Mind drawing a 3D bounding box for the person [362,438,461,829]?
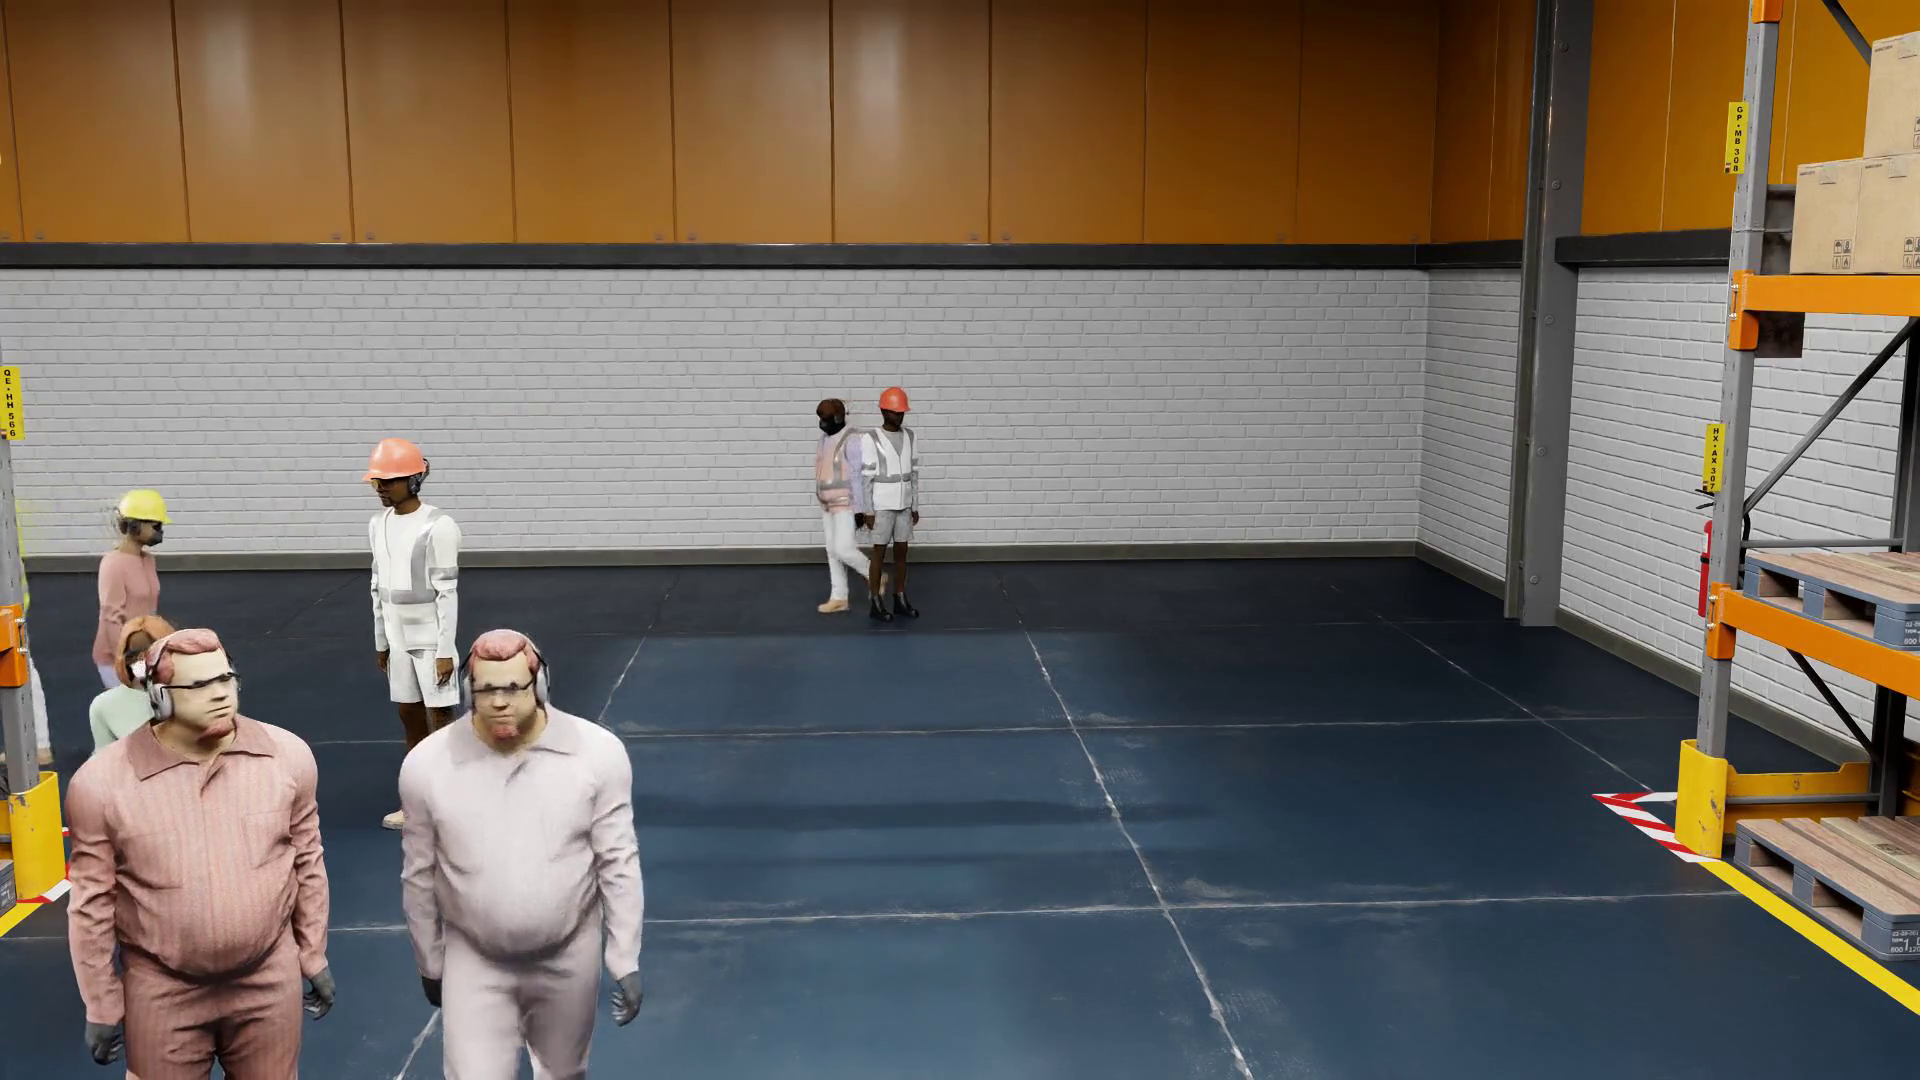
[{"bbox_3d":[-2.761,0.497,8.384,0.601,2.036,0.412,6,11,32],"label":"person"}]

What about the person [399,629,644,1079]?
[{"bbox_3d":[-1.193,1.184,4.568,0.651,1.870,0.919,-2,9,-15],"label":"person"}]

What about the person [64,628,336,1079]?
[{"bbox_3d":[-2.010,1.177,4.470,0.651,1.913,0.410,-6,11,-35],"label":"person"}]

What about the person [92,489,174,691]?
[{"bbox_3d":[-4.264,0.610,8.549,0.483,1.739,0.548,-1,9,-3],"label":"person"}]

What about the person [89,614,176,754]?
[{"bbox_3d":[-2.978,1.042,6.295,0.502,1.596,0.822,-3,9,-17],"label":"person"}]

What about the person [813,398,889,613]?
[{"bbox_3d":[-0.946,-0.287,13.947,0.551,1.821,0.653,-6,11,-34],"label":"person"}]

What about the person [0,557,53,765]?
[{"bbox_3d":[-5.608,0.441,9.417,0.770,1.802,0.661,-2,9,-15],"label":"person"}]

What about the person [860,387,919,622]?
[{"bbox_3d":[-0.548,-0.294,13.670,0.539,1.929,0.384,-7,11,-37],"label":"person"}]
